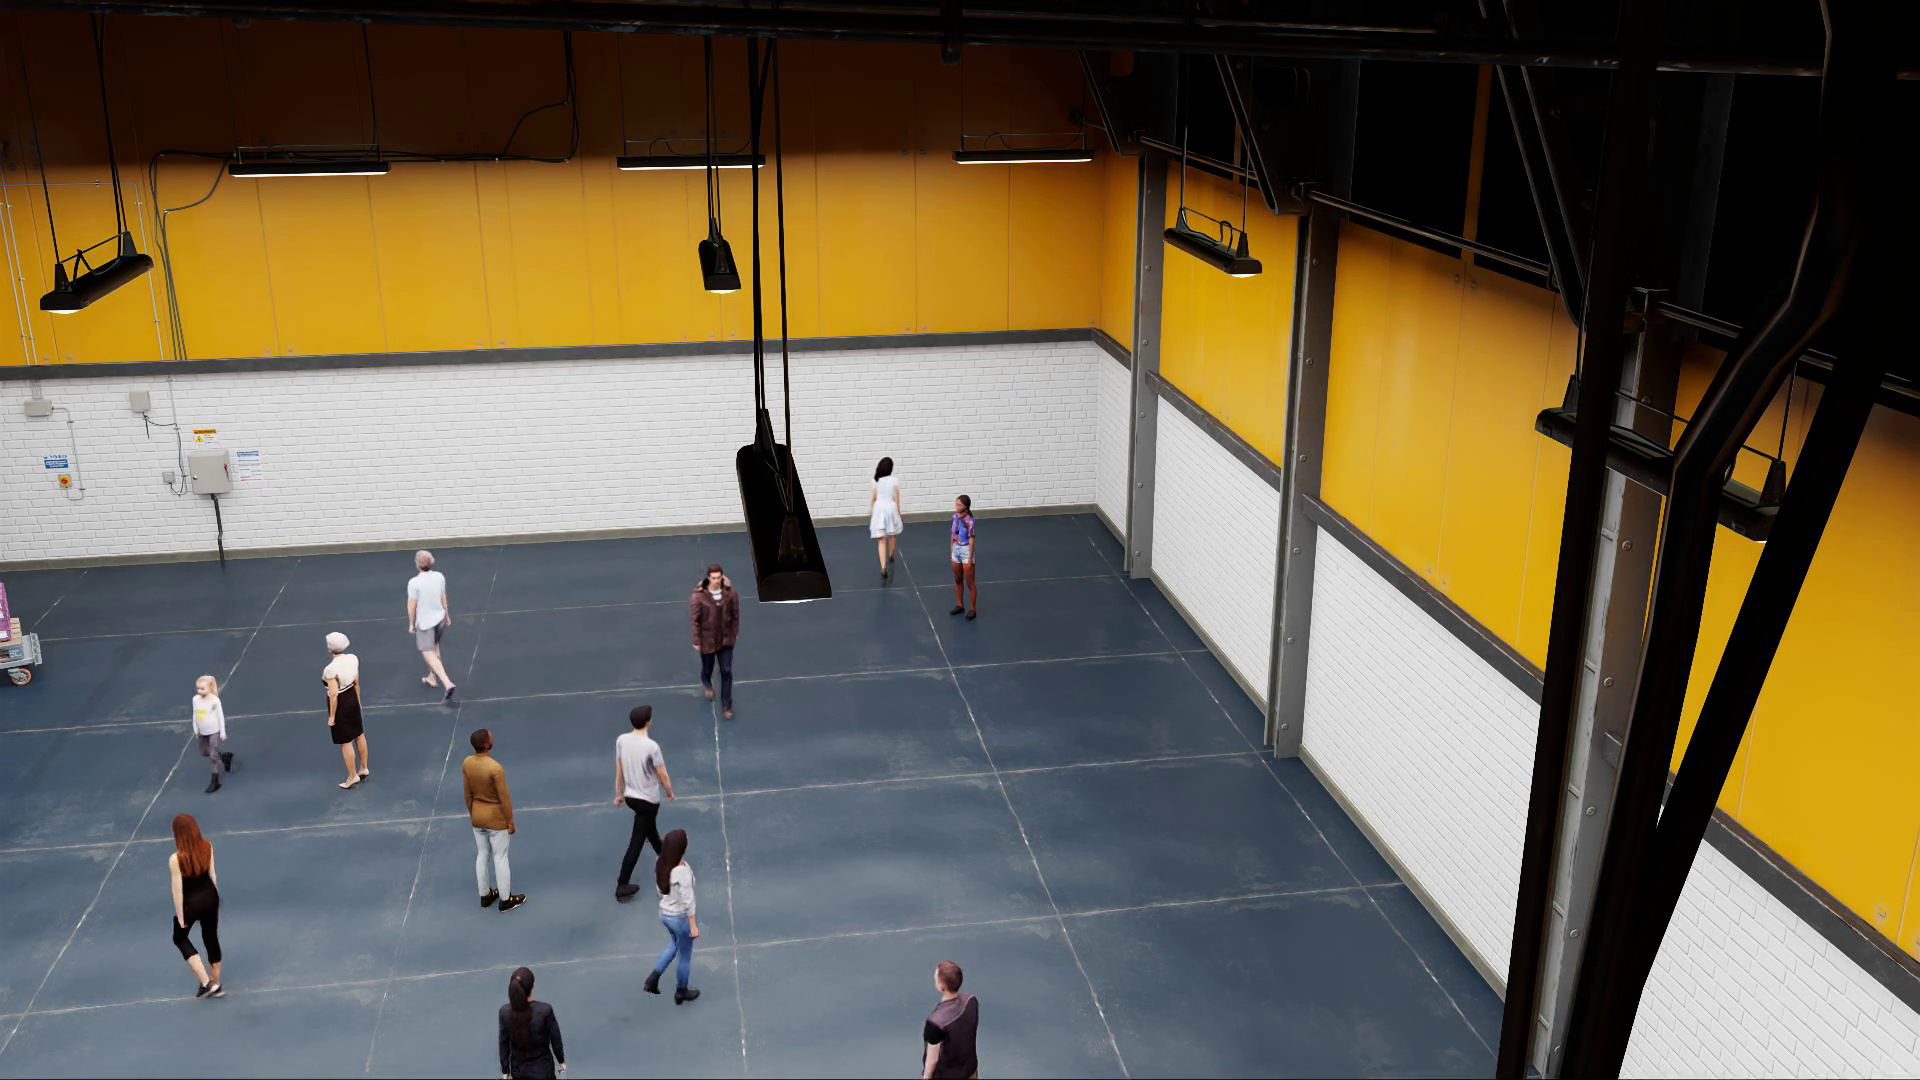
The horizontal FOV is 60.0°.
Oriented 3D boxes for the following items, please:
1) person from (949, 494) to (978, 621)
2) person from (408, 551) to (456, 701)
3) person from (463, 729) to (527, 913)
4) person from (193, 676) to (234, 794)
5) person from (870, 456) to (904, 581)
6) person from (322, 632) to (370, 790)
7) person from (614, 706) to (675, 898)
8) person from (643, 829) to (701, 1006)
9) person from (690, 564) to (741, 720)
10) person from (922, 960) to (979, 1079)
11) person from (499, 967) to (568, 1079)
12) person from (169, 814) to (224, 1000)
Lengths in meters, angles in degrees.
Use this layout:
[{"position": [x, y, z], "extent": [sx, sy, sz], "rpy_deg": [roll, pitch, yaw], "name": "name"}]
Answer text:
[{"position": [0.054, 0.213, 22.559], "extent": [0.644, 1.741, 0.730], "rpy_deg": [17, 25, 41], "name": "person"}, {"position": [-6.334, 1.038, 20.013], "extent": [1.226, 1.802, 1.101], "rpy_deg": [15, 24, 38], "name": "person"}, {"position": [-4.358, 2.583, 15.405], "extent": [0.714, 1.817, 0.725], "rpy_deg": [7, 20, 20], "name": "person"}, {"position": [-8.035, 2.036, 17.889], "extent": [0.682, 1.267, 0.849], "rpy_deg": [4, 19, 13], "name": "person"}, {"position": [-1.080, -0.268, 23.957], "extent": [0.739, 1.760, 1.225], "rpy_deg": [-1, 19, -2], "name": "person"}, {"position": [-6.567, 1.816, 17.779], "extent": [0.775, 1.754, 0.649], "rpy_deg": [7, 20, 19], "name": "person"}, {"position": [-3.056, 2.494, 15.666], "extent": [1.213, 1.817, 1.248], "rpy_deg": [13, 22, 33], "name": "person"}, {"position": [-2.436, 3.194, 13.901], "extent": [0.836, 1.618, 0.787], "rpy_deg": [-15, 24, -37], "name": "person"}, {"position": [-2.916, 1.147, 19.674], "extent": [0.884, 1.812, 1.219], "rpy_deg": [-6, 20, -18], "name": "person"}, {"position": [-0.048, 3.791, 11.779], "extent": [0.824, 1.841, 0.770], "rpy_deg": [14, 23, 37], "name": "person"}, {"position": [-3.048, 3.855, 11.848], "extent": [0.767, 1.676, 1.126], "rpy_deg": [1, 19, 4], "name": "person"}, {"position": [-6.368, 3.108, 14.002], "extent": [0.797, 1.716, 0.737], "rpy_deg": [13, 22, 33], "name": "person"}]
